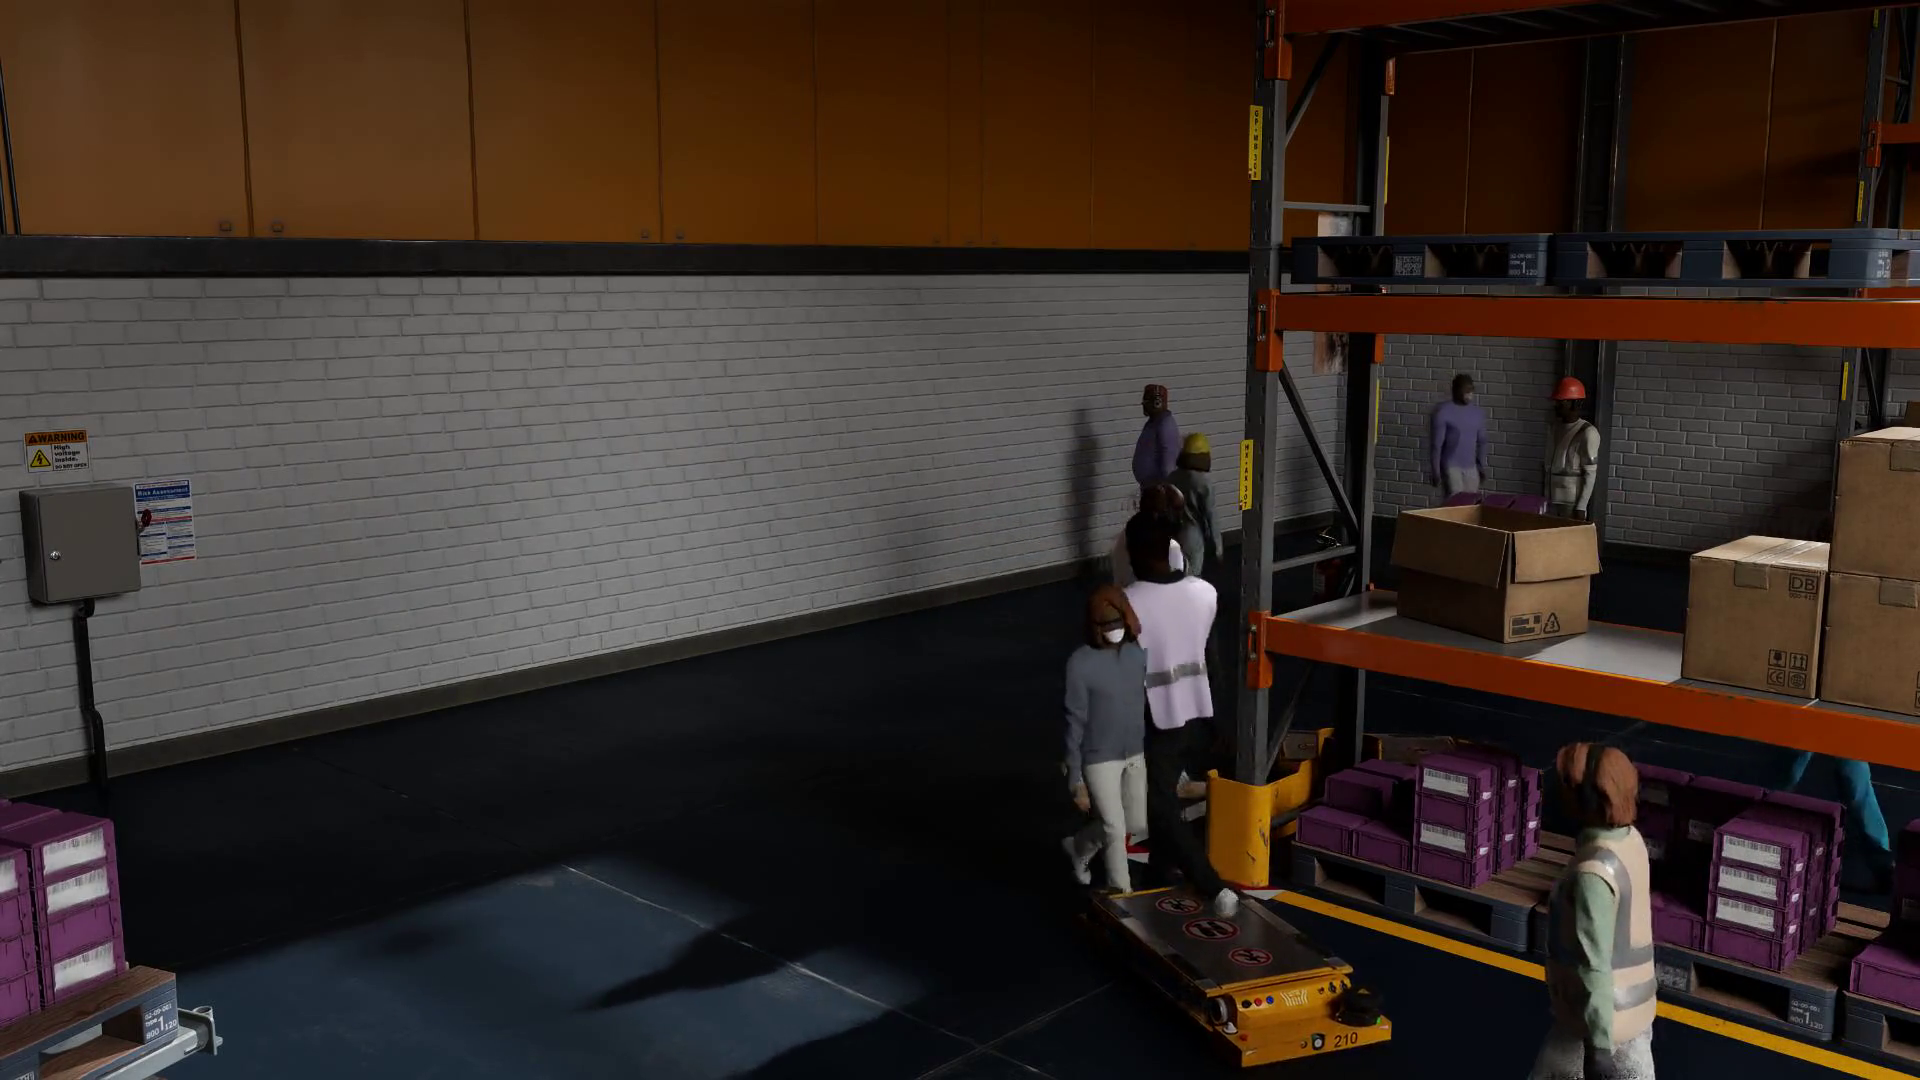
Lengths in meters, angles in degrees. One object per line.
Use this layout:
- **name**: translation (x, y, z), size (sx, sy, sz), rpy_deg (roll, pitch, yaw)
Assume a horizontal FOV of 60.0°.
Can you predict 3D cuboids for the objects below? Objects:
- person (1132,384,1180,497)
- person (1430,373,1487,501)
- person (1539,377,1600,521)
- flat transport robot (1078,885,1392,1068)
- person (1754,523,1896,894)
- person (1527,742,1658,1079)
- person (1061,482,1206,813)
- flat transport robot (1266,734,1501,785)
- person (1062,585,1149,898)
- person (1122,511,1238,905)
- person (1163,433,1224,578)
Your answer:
- **person**: translation (1.771, -0.470, 15.207), size (0.408, 1.906, 0.653), rpy_deg (-1, 9, -6)
- **person**: translation (4.959, -0.729, 16.747), size (0.638, 1.923, 0.659), rpy_deg (-4, 10, -24)
- **person**: translation (5.102, -0.353, 14.068), size (0.370, 2.044, 0.608), rpy_deg (-3, 10, -19)
- **flat transport robot**: translation (1.076, 1.714, 6.816), size (0.652, 0.197, 1.431), rpy_deg (-3, 10, -20)
- **person**: translation (4.134, 0.787, 7.816), size (0.950, 1.795, 0.587), rpy_deg (8, 12, 40)
- **person**: translation (1.810, 1.368, 4.885), size (0.799, 1.593, 0.532), rpy_deg (6, 11, 34)
- **person**: translation (0.959, 0.584, 9.068), size (0.888, 1.803, 0.627), rpy_deg (-3, 10, -18)
- **flat transport robot**: translation (2.381, 1.280, 9.473), size (1.431, 0.197, 0.652), rpy_deg (1, 9, 7)
- **person**: translation (0.621, 0.956, 7.403), size (0.546, 1.598, 0.626), rpy_deg (-6, 11, -34)
- **person**: translation (0.976, 0.815, 7.422), size (0.610, 1.879, 0.806), rpy_deg (-7, 12, -38)
- **person**: translation (1.799, 0.043, 12.646), size (0.777, 1.711, 0.505), rpy_deg (-7, 12, -37)
